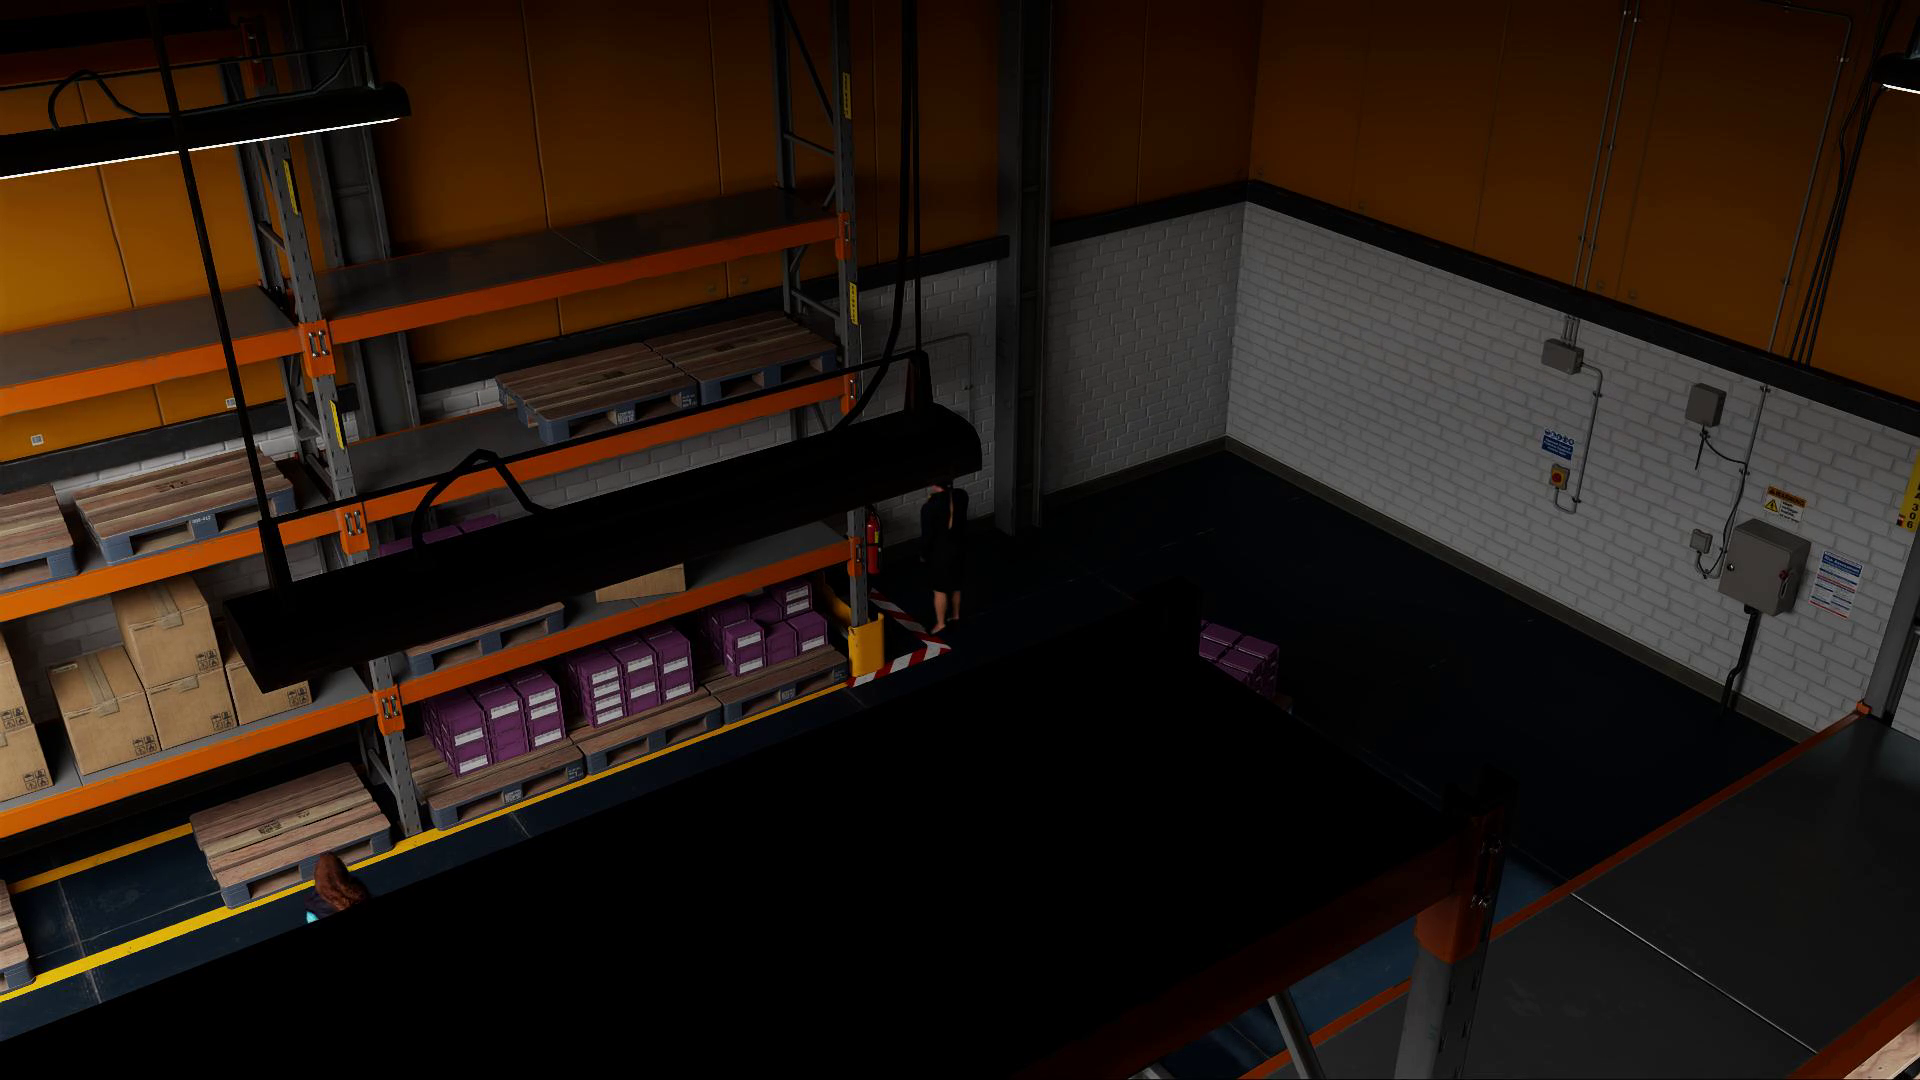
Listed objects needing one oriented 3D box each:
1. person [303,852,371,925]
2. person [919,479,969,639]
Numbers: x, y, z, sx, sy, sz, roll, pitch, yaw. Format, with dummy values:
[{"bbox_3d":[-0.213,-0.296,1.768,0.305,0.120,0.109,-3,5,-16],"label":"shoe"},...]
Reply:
[{"bbox_3d":[-3.761,2.618,10.290,0.676,1.478,0.614,24,37,37],"label":"person"},{"bbox_3d":[-0.144,0.101,14.703,0.802,1.671,0.627,25,37,38],"label":"person"}]
